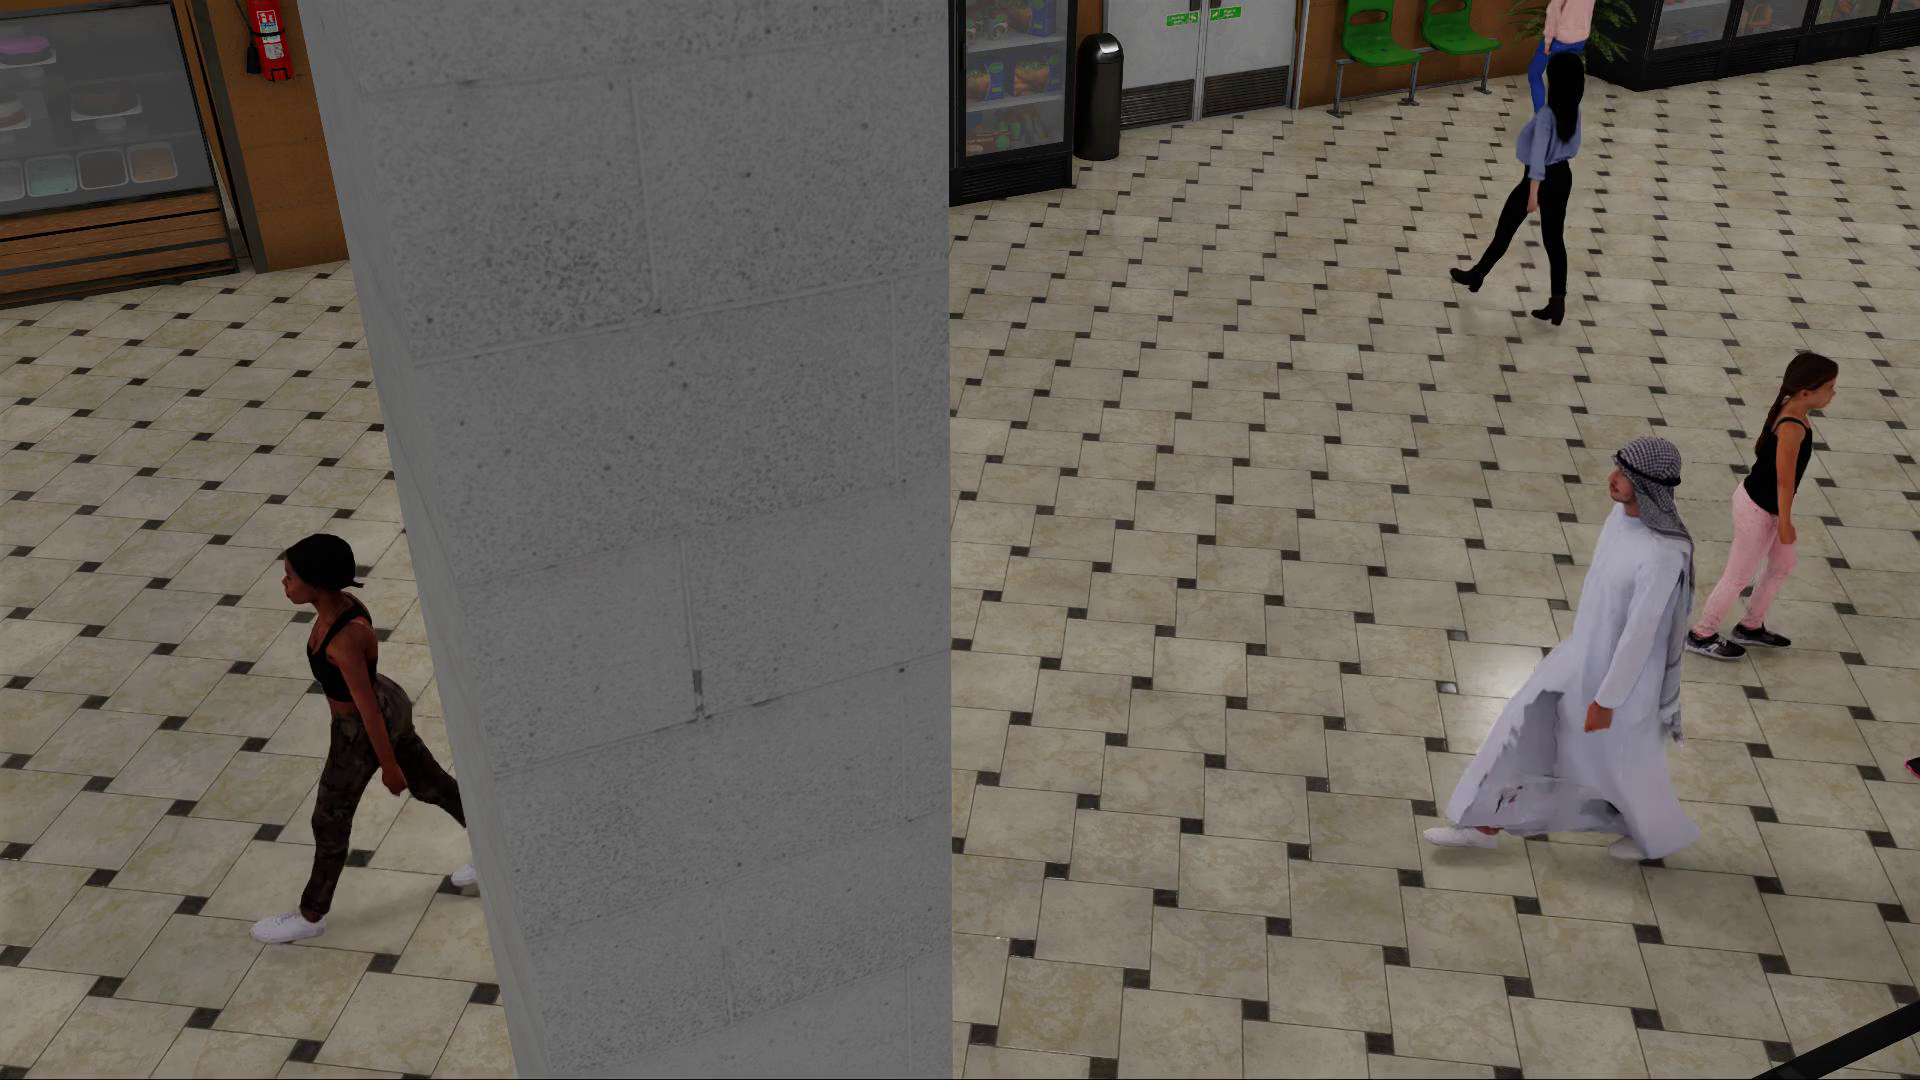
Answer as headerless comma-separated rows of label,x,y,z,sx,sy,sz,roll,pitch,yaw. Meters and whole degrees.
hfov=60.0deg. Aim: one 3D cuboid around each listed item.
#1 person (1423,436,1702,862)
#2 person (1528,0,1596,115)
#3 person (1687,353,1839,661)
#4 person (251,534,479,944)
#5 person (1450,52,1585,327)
person,2.509,0.500,6.142,1.089,1.869,1.315,-1,32,-1
person,4.982,-4.043,13.548,0.680,1.758,0.647,-9,33,-15
person,3.535,-0.141,7.478,0.808,1.546,0.747,12,34,18
person,-2.041,0.707,6.027,0.681,1.639,1.149,-12,34,-18
person,3.807,-2.190,10.625,0.842,1.700,1.172,-23,39,-33
